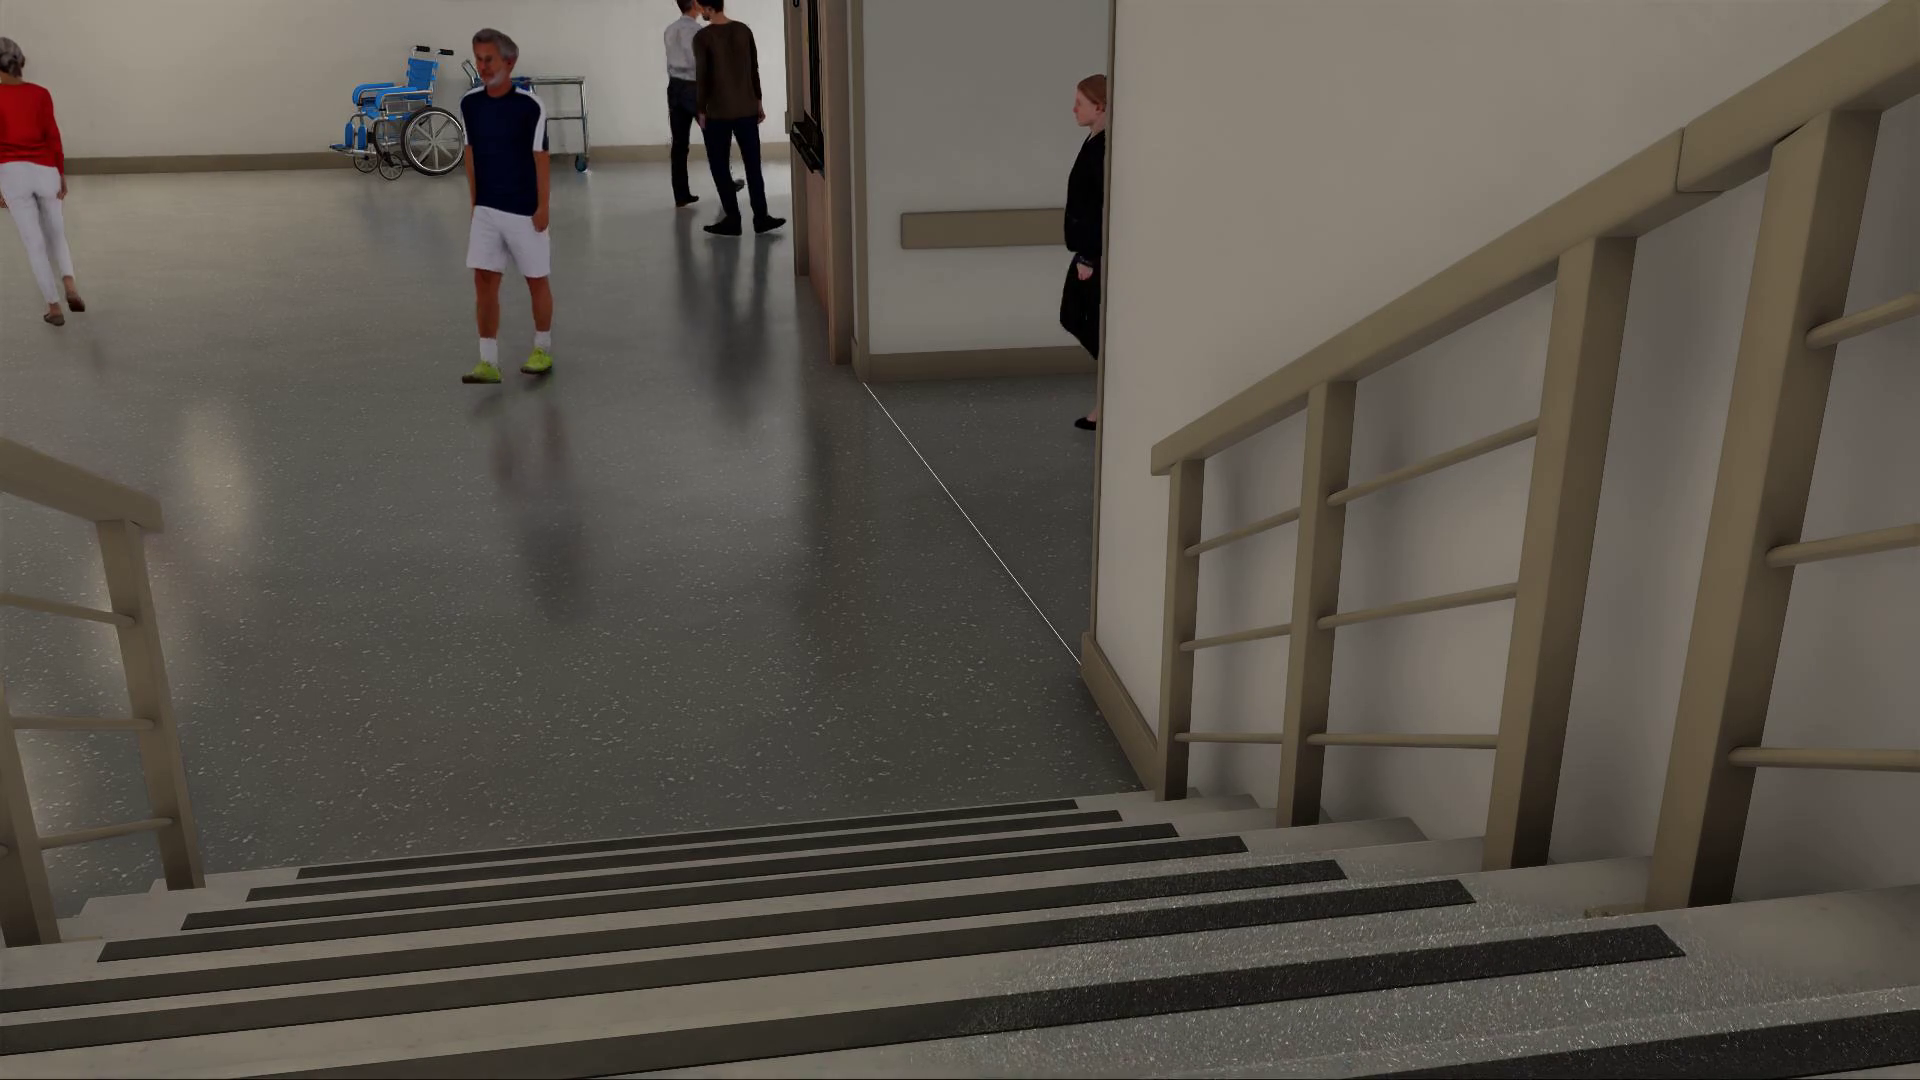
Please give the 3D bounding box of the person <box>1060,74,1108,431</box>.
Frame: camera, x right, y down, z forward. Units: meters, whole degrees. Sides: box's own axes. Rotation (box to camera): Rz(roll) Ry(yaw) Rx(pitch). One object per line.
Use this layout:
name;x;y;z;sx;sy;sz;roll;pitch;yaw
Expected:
person;0.748;-1.316;7.817;0.700;1.675;0.570;-1;21;-2

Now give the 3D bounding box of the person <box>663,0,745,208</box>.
person;-2.313;-3.693;13.926;1.050;1.792;1.142;12;24;28

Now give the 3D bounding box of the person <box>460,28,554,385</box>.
person;-2.329;-1.753;8.775;0.861;1.814;1.044;4;21;9

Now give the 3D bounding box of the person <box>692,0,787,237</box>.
person;-1.703;-3.278;12.733;0.924;1.862;0.787;-8;22;-21

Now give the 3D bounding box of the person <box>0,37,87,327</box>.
person;-5.492;-2.094;9.858;0.696;1.684;0.759;-18;27;-38
